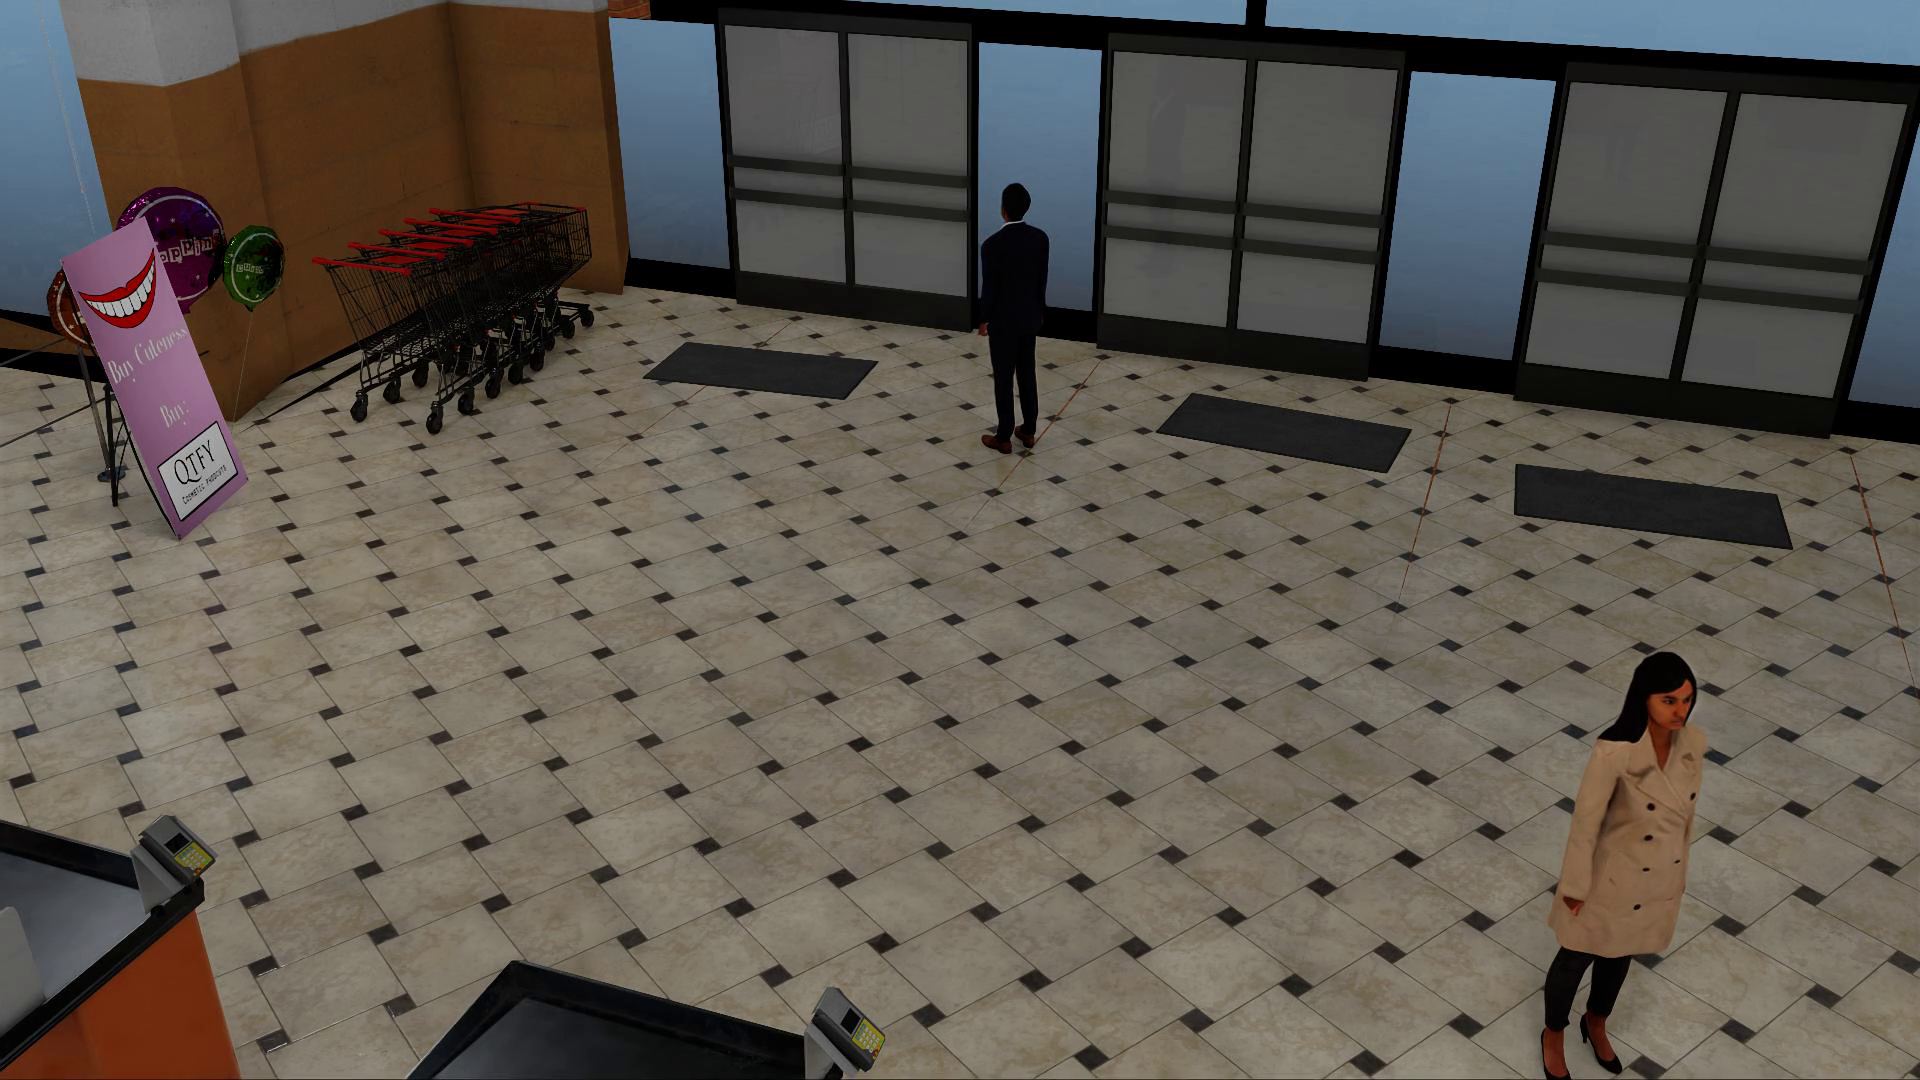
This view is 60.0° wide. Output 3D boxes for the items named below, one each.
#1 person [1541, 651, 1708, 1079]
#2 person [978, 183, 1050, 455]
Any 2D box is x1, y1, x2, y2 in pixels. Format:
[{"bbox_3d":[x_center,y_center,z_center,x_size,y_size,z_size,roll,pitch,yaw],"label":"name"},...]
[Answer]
[{"bbox_3d":[2.215,1.116,5.576,0.711,1.682,0.735,-8,28,-15],"label":"person"},{"bbox_3d":[0.337,-1.383,10.455,0.681,1.726,0.769,-15,31,-27],"label":"person"}]
